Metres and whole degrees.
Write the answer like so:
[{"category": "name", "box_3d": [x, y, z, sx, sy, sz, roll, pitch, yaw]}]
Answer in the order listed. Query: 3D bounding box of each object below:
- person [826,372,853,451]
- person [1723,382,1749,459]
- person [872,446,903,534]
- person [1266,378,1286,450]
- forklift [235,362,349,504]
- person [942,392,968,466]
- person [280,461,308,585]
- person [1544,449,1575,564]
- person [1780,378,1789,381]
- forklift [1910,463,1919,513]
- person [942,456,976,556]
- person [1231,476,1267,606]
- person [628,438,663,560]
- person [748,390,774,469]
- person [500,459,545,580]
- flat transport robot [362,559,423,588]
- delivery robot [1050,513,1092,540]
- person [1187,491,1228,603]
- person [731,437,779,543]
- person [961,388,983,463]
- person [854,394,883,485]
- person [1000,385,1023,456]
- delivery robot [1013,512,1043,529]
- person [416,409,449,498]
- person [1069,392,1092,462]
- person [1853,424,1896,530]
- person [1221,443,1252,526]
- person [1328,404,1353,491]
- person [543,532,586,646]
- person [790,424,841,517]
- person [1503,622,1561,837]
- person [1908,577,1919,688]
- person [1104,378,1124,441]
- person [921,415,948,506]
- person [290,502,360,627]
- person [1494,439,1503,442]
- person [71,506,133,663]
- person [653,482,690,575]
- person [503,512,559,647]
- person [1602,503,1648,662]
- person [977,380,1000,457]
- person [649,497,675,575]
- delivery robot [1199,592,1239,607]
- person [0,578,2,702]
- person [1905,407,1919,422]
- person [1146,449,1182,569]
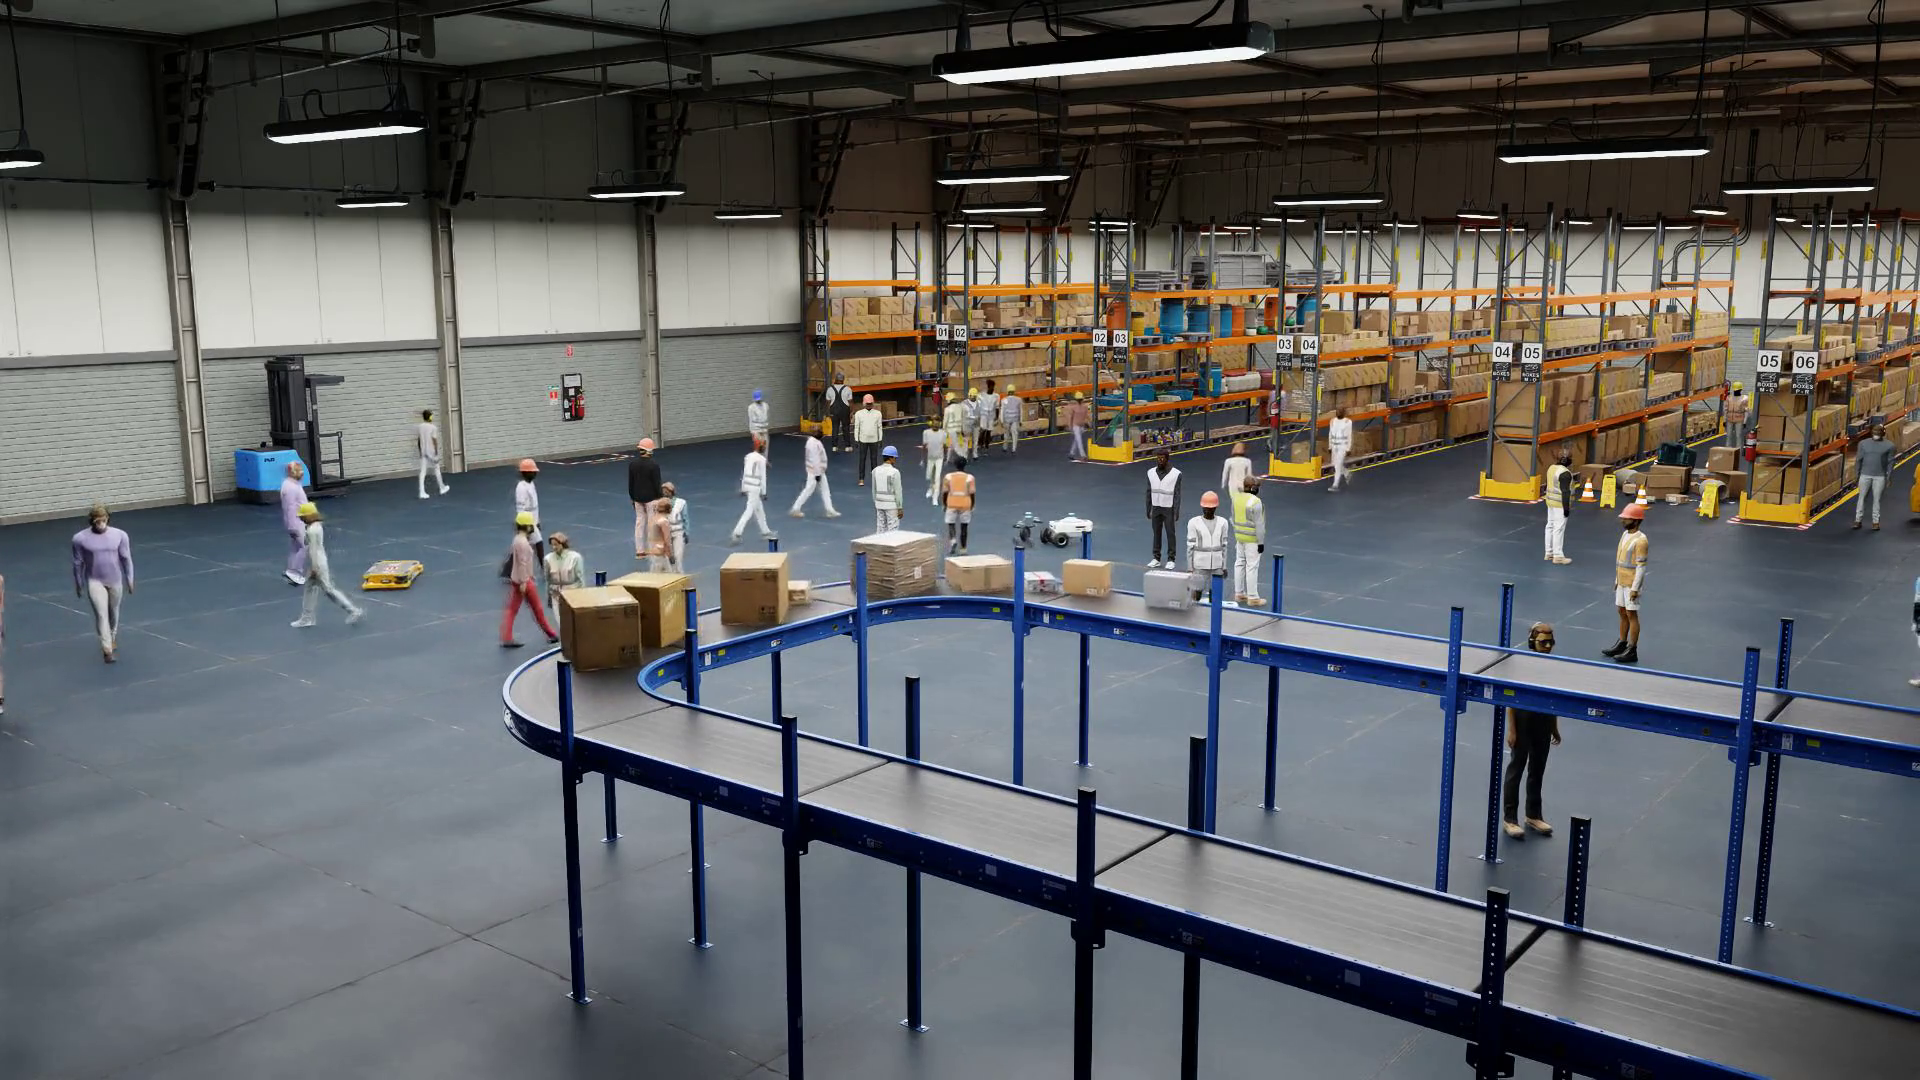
[{"category": "person", "box_3d": [-3.080, -3.298, 40.404, 0.683, 2.000, 0.538, 1, 10, 8]}, {"category": "person", "box_3d": [19.193, -2.962, 38.734, 0.373, 1.920, 0.585, -8, 13, -39]}, {"category": "person", "box_3d": [-1.141, -0.539, 25.043, 0.603, 1.938, 0.401, 9, 13, 41]}, {"category": "person", "box_3d": [8.203, -3.263, 40.456, 0.800, 1.905, 0.596, -7, 12, -36]}, {"category": "forklift", "box_3d": [-13.803, -2.244, 32.110, 1.129, 2.768, 1.873, 8, 13, 37]}, {"category": "person", "box_3d": [-0.140, -2.621, 37.238, 0.962, 1.775, 0.597, 9, 13, 40]}, {"category": "person", "box_3d": [-9.945, -0.247, 23.525, 0.427, 1.891, 0.675, -3, 11, -17]}, {"category": "person", "box_3d": [9.746, -0.556, 25.409, 0.430, 1.845, 0.620, 0, 10, -3]}, {"category": "person", "box_3d": [23.259, -3.928, 44.214, 0.973, 1.906, 0.635, 10, 14, 43]}, {"category": "forklift", "box_3d": [19.034, -1.348, 28.998, 2.313, 2.155, 1.214, 8, 13, 37]}, {"category": "person", "box_3d": [-0.024, -0.545, 25.818, 0.579, 1.671, 0.541, 1, 10, 3]}, {"category": "person", "box_3d": [4.133, 0.000, 22.288, 0.429, 1.843, 0.627, -5, 11, -27]}, {"category": "person", "box_3d": [-5.127, -0.672, 25.639, 0.623, 1.990, 0.393, 5, 11, 24]}, {"category": "person", "box_3d": [-4.667, -2.558, 36.522, 0.499, 1.898, 0.676, 10, 14, 43]}, {"category": "person", "box_3d": [-6.604, -0.302, 23.852, 0.970, 1.896, 0.556, 0, 10, -3]}, {"category": "flat transport robot", "box_3d": [-8.679, 0.510, 23.948, 0.652, 0.197, 1.431, -2, 10, -9]}, {"category": "delivery robot", "box_3d": [1.916, -0.218, 26.983, 0.707, 0.478, 0.477, -2, 10, -11]}, {"category": "person", "box_3d": [3.201, 0.325, 20.185, 0.552, 1.934, 0.352, -2, 10, -11]}, {"category": "person", "box_3d": [-3.640, -0.874, 27.257, 0.983, 1.837, 0.629, -7, 12, -34]}, {"category": "person", "box_3d": [0.294, -2.799, 38.084, 0.586, 1.824, 0.403, -5, 11, -28]}, {"category": "person", "box_3d": [-1.996, -2.191, 34.174, 0.622, 1.996, 0.371, -2, 10, -11]}, {"category": "person", "box_3d": [1.292, -3.034, 39.543, 0.605, 1.784, 0.951, -2, 10, -10]}, {"category": "delivery robot", "box_3d": [1.181, -0.363, 27.068, 0.335, 0.223, 0.698, 7, 12, 34]}, {"category": "person", "box_3d": [-11.017, -1.804, 32.496, 0.548, 1.815, 0.965, 2, 10, 13]}, {"category": "person", "box_3d": [2.917, -2.779, 38.309, 0.541, 1.706, 0.963, -6, 12, -29]}, {"category": "person", "box_3d": [16.661, -1.158, 28.537, 0.630, 1.937, 0.373, 7, 12, 33]}, {"category": "person", "box_3d": [5.042, -0.973, 28.515, 0.503, 1.577, 0.898, -2, 10, -12]}, {"category": "person", "box_3d": [8.156, -1.988, 33.430, 0.688, 1.865, 0.575, -7, 12, -34]}, {"category": "person", "box_3d": [-4.781, 0.691, 18.987, 0.526, 1.622, 0.413, 1, 10, 8]}, {"category": "person", "box_3d": [-2.788, -1.323, 29.825, 0.937, 1.807, 0.629, 0, 10, 2]}, {"category": "person", "box_3d": [4.873, 1.596, 13.284, 0.504, 1.847, 0.344, -3, 11, -18]}, {"category": "person", "box_3d": [10.992, 0.937, 17.531, 0.558, 1.659, 0.761, -2, 10, -9]}, {"category": "person", "box_3d": [4.330, -3.530, 42.509, 0.542, 1.714, 0.937, 10, 14, 43]}, {"category": "person", "box_3d": [-0.509, -1.644, 31.558, 0.540, 1.836, 0.732, 0, 10, 2]}, {"category": "person", "box_3d": [-8.527, 0.315, 20.915, 0.836, 1.707, 0.494, -3, 11, -18]}, {"category": "person", "box_3d": [12.193, -2.324, 35.128, 0.558, 1.926, 0.630, 7, 12, 35]}, {"category": "person", "box_3d": [-10.597, 0.498, 19.363, 0.631, 1.897, 0.988, -8, 13, -37]}, {"category": "person", "box_3d": [-4.280, -0.035, 23.128, 0.513, 1.609, 0.736, 1, 10, 4]}, {"category": "person", "box_3d": [-5.409, 0.498, 19.780, 0.877, 1.724, 0.545, -4, 11, -23]}, {"category": "person", "box_3d": [8.166, 0.509, 19.134, 0.350, 1.942, 0.545, 0, 10, -2]}, {"category": "person", "box_3d": [0.696, -3.041, 39.179, 0.665, 1.919, 0.790, -2, 10, -13]}, {"category": "person", "box_3d": [-4.137, 0.192, 21.882, 0.846, 1.585, 0.521, -3, 11, -17]}, {"category": "delivery robot", "box_3d": [3.283, 0.931, 20.517, 0.707, 0.478, 0.477, 1, 10, 5]}, {"category": "person", "box_3d": [-10.451, 0.980, 16.642, 0.476, 1.893, 0.649, 3, 11, 17]}, {"category": "person", "box_3d": [26.596, -3.705, 43.723, 0.498, 1.632, 0.289, 2, 10, 12]}, {"category": "person", "box_3d": [3.246, -0.507, 24.950, 0.591, 1.913, 0.379, 6, 12, 30]}]
